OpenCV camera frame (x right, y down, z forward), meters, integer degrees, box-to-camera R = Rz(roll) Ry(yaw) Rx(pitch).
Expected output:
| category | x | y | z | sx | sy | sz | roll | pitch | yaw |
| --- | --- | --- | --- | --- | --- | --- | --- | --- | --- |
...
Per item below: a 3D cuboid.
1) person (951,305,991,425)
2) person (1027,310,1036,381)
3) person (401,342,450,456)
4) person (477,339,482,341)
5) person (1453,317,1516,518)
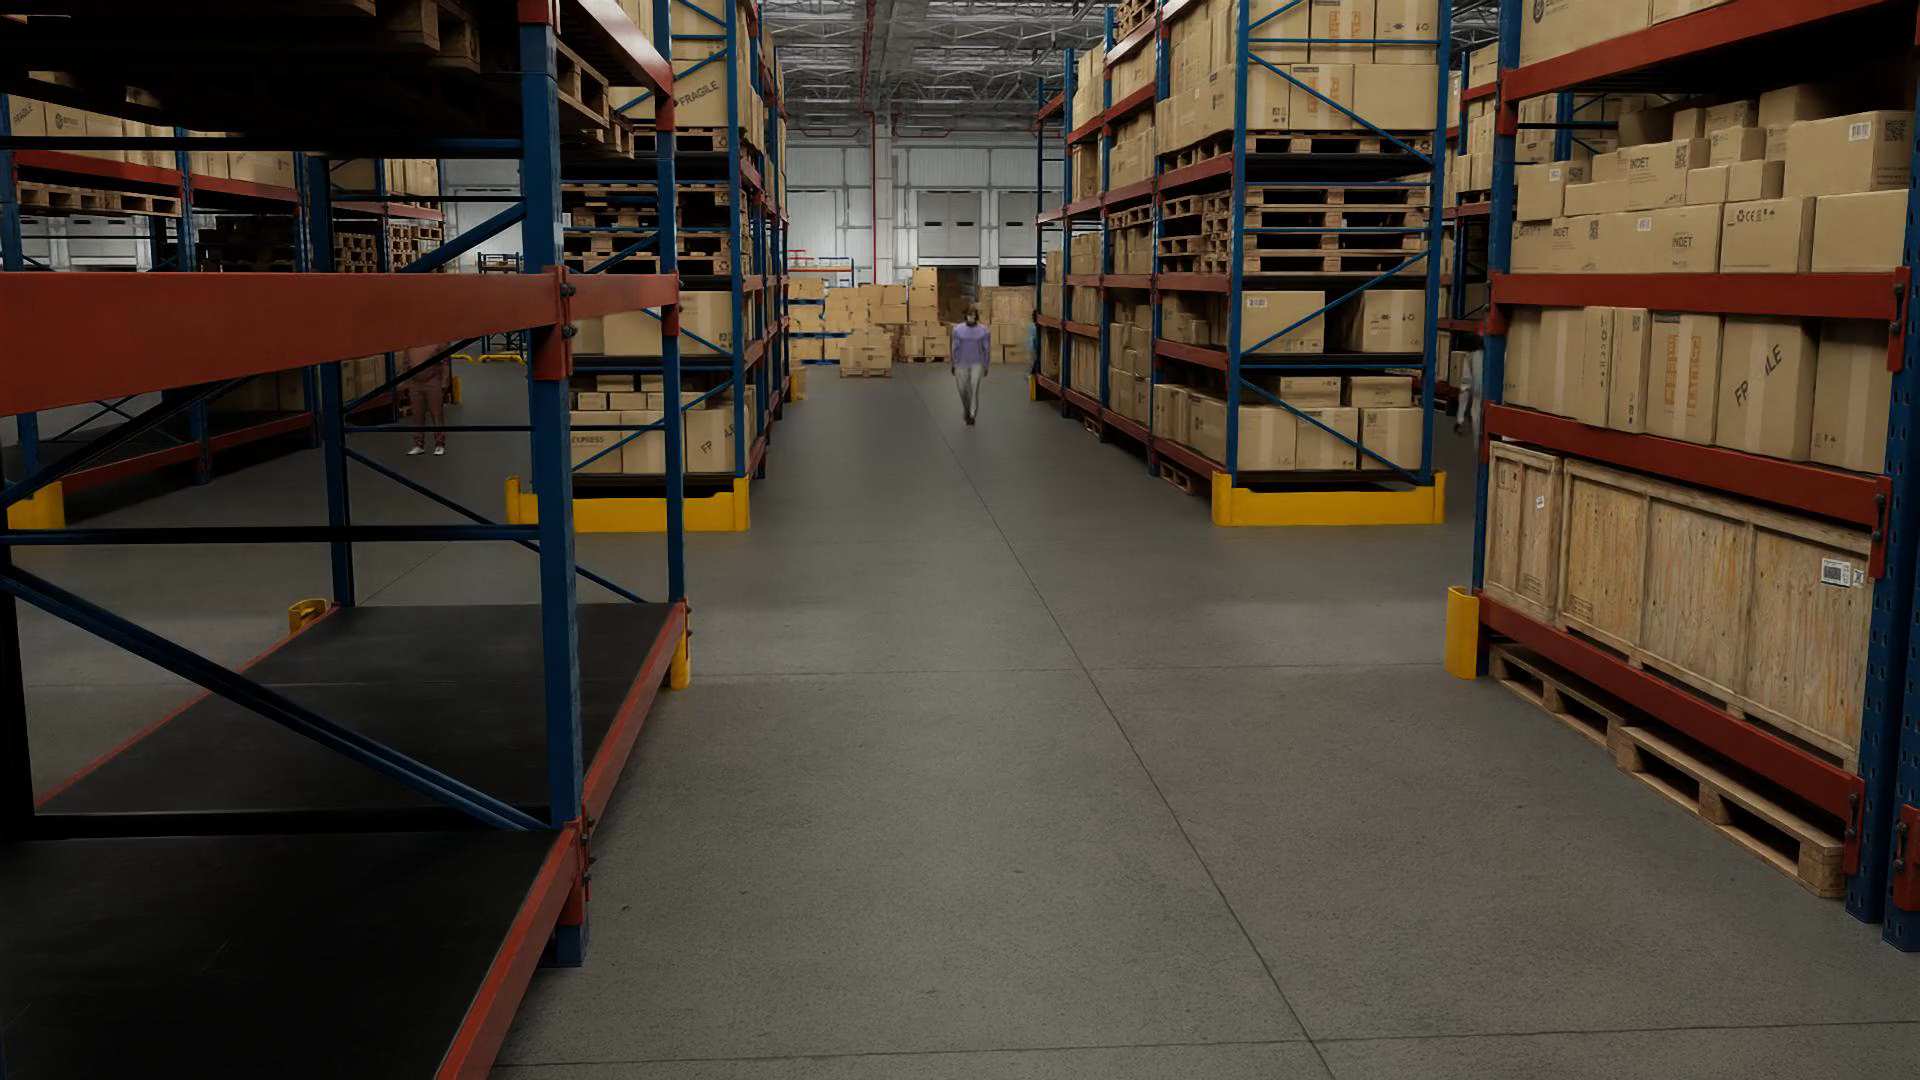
| category | x | y | z | sx | sy | sz | roll | pitch | yaw |
| --- | --- | --- | --- | --- | --- | --- | --- | --- | --- |
| person | 0.175 | -2.812 | 26.771 | 0.651 | 1.928 | 0.469 | 1 | 9 | 9 |
| person | 1.660 | -4.082 | 35.489 | 0.358 | 1.683 | 0.561 | 2 | 9 | 11 |
| person | -7.135 | -2.070 | 22.179 | 0.651 | 1.906 | 0.403 | 1 | 9 | 7 |
| person | -17.579 | -8.155 | 60.445 | 0.355 | 1.887 | 0.573 | -4 | 10 | -21 |
| person | 5.176 | -1.188 | 16.286 | 0.629 | 2.022 | 0.609 | -8 | 12 | -40 |
